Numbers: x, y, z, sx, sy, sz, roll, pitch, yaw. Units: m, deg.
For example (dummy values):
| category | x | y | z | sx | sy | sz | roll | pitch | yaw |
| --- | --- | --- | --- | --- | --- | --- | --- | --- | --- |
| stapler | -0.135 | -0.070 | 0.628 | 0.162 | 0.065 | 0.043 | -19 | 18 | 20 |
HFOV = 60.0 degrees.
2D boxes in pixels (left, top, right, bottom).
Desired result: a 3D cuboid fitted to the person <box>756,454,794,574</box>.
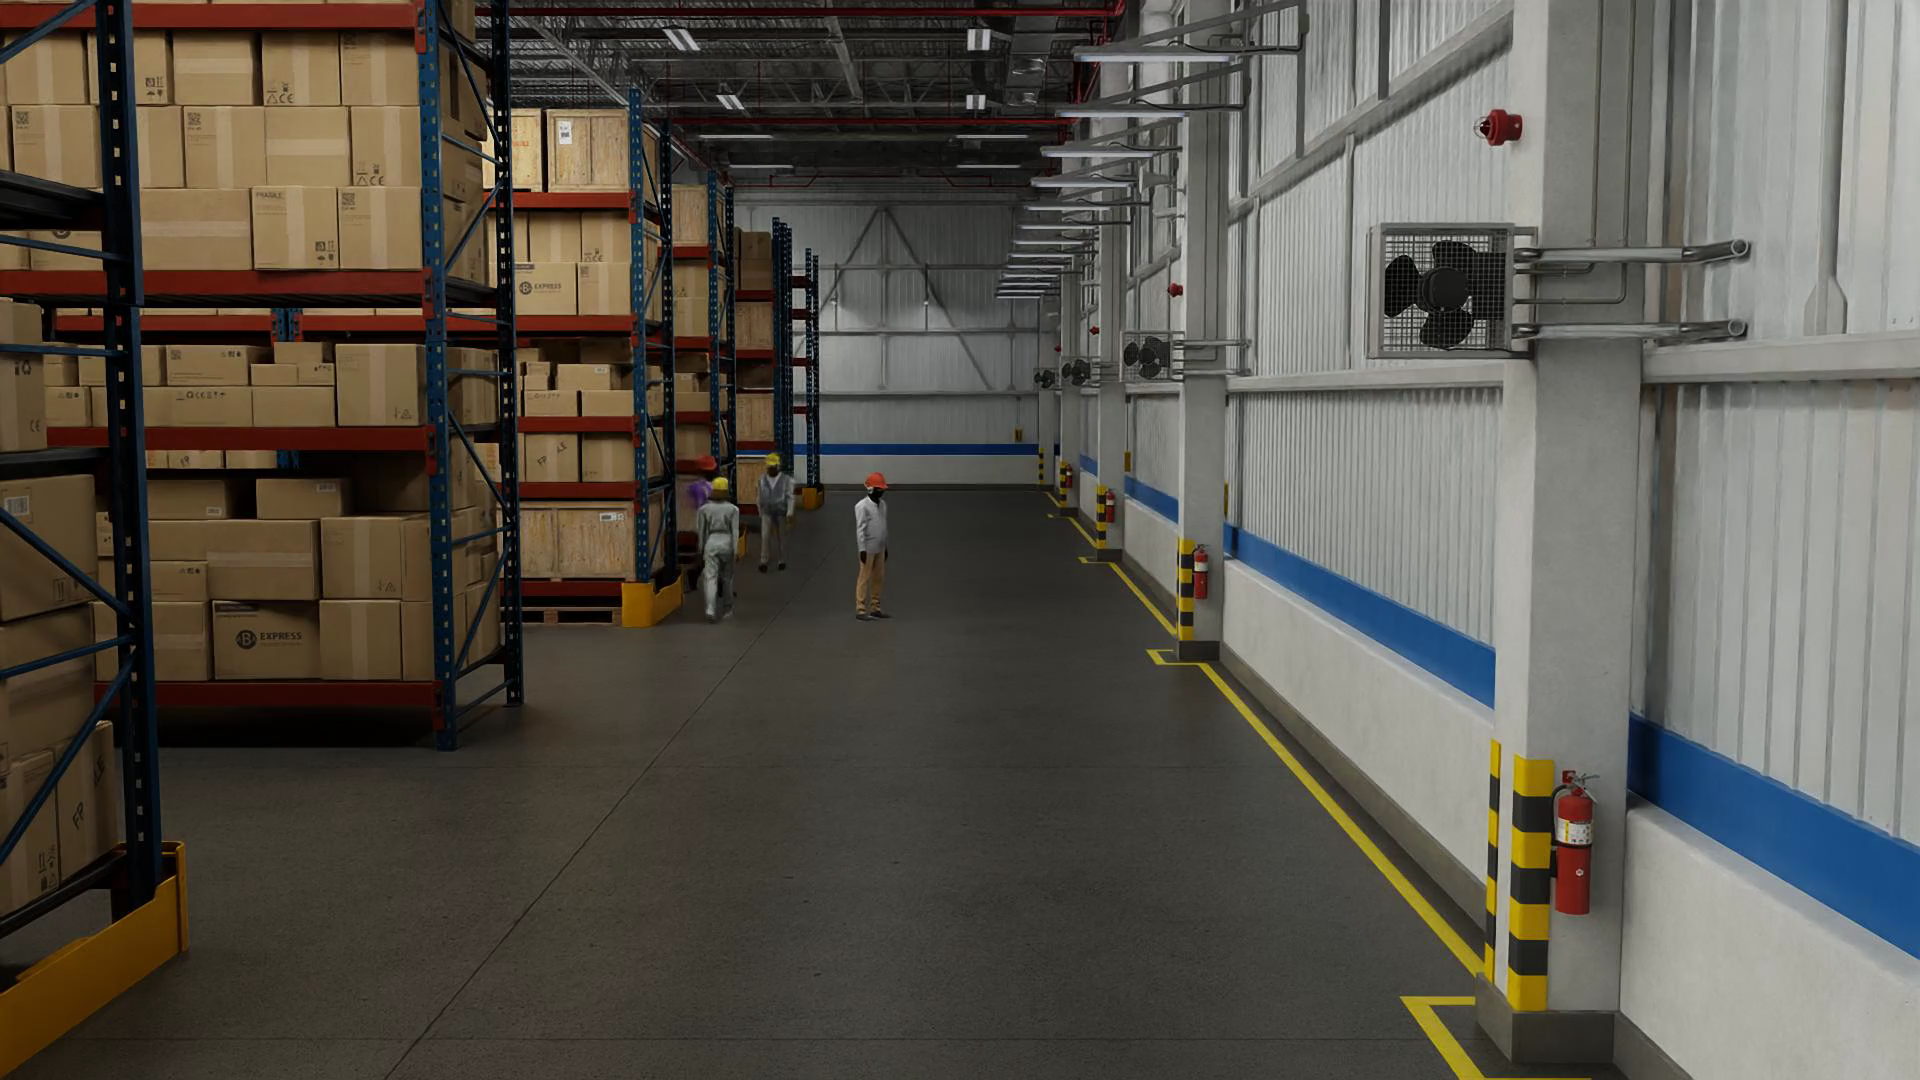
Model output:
| category | x | y | z | sx | sy | sz | roll | pitch | yaw |
| --- | --- | --- | --- | --- | --- | --- | --- | --- | --- |
| person | -2.769 | -0.389 | 24.850 | 0.588 | 1.771 | 0.973 | 0 | 5 | 4 |

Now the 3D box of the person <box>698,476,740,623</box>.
| category | x | y | z | sx | sy | sz | roll | pitch | yaw |
| --- | --- | --- | --- | --- | --- | --- | --- | --- | --- |
| person | -2.824 | 0.103 | 19.462 | 0.495 | 1.708 | 0.846 | 0 | 5 | 0 |

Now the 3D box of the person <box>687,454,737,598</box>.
| category | x | y | z | sx | sy | sz | roll | pitch | yaw |
| --- | --- | --- | --- | --- | --- | --- | --- | --- | --- |
| person | -3.306 | -0.187 | 21.784 | 0.801 | 1.898 | 0.576 | 3 | 6 | 29 |

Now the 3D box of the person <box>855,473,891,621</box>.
| category | x | y | z | sx | sy | sz | roll | pitch | yaw |
| --- | --- | --- | --- | --- | --- | --- | --- | --- | --- |
| person | -1.002 | 0.079 | 19.552 | 0.350 | 1.742 | 0.570 | 3 | 6 | 33 |
